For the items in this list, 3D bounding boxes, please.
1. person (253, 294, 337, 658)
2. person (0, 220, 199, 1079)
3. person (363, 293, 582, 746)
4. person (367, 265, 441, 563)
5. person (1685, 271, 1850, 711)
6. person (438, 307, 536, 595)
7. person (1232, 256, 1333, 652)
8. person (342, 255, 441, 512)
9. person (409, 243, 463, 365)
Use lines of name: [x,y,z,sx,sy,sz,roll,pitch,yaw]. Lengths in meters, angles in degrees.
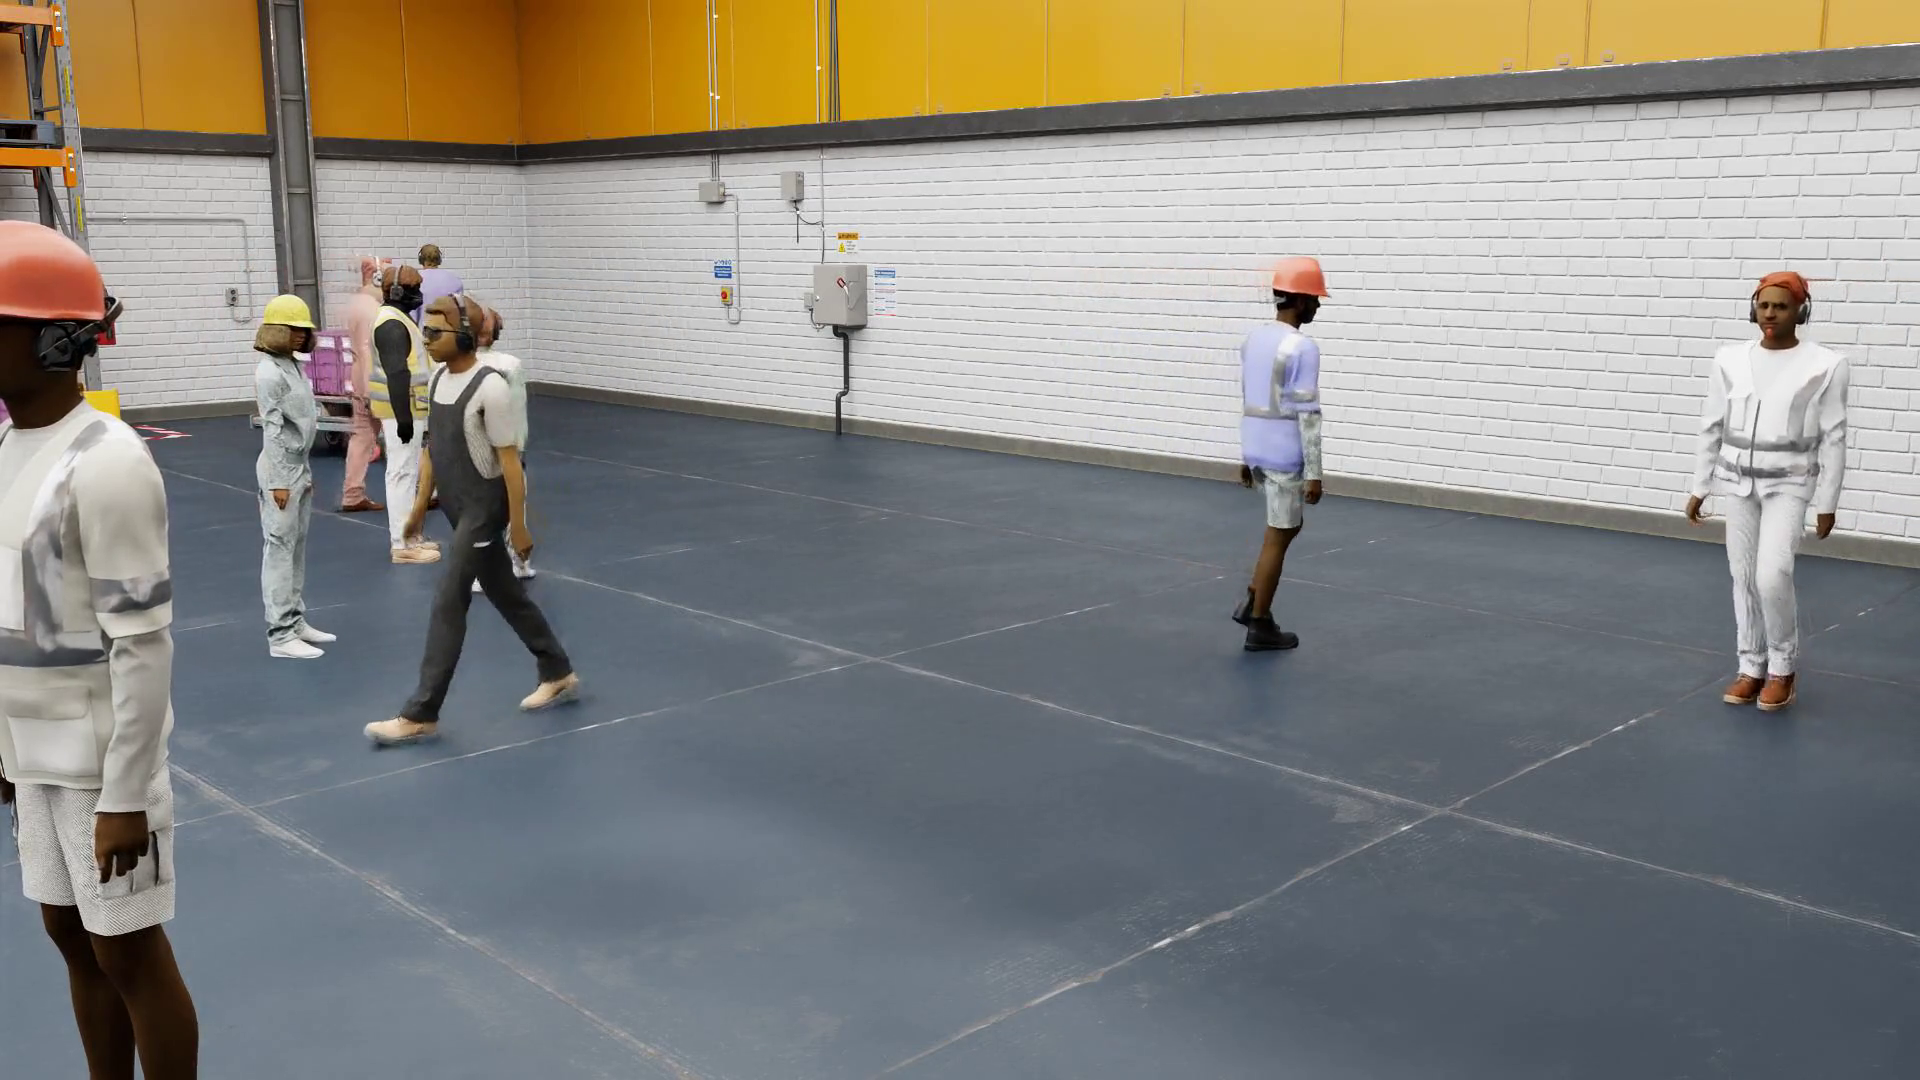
person: [-3.225,-0.310,8.051,0.313,1.741,0.487,-1,10,-7]
person: [-1.761,0.411,3.287,0.607,2.048,0.369,9,14,39]
person: [-1.983,-0.106,6.813,0.985,1.801,0.508,-9,13,-39]
person: [-3.447,-0.782,10.357,0.429,1.839,0.633,-3,11,-18]
person: [3.418,-0.198,7.080,0.486,1.866,0.572,-8,13,-37]
person: [-2.699,-0.518,9.536,0.519,1.619,0.624,0,10,-1]
person: [1.568,-0.403,8.057,0.441,1.918,0.572,-4,11,-21]
person: [-4.124,-1.131,12.181,0.936,1.868,0.653,-6,12,-28]
person: [-5.446,-2.095,17.250,0.631,1.940,0.372,-8,13,-38]
